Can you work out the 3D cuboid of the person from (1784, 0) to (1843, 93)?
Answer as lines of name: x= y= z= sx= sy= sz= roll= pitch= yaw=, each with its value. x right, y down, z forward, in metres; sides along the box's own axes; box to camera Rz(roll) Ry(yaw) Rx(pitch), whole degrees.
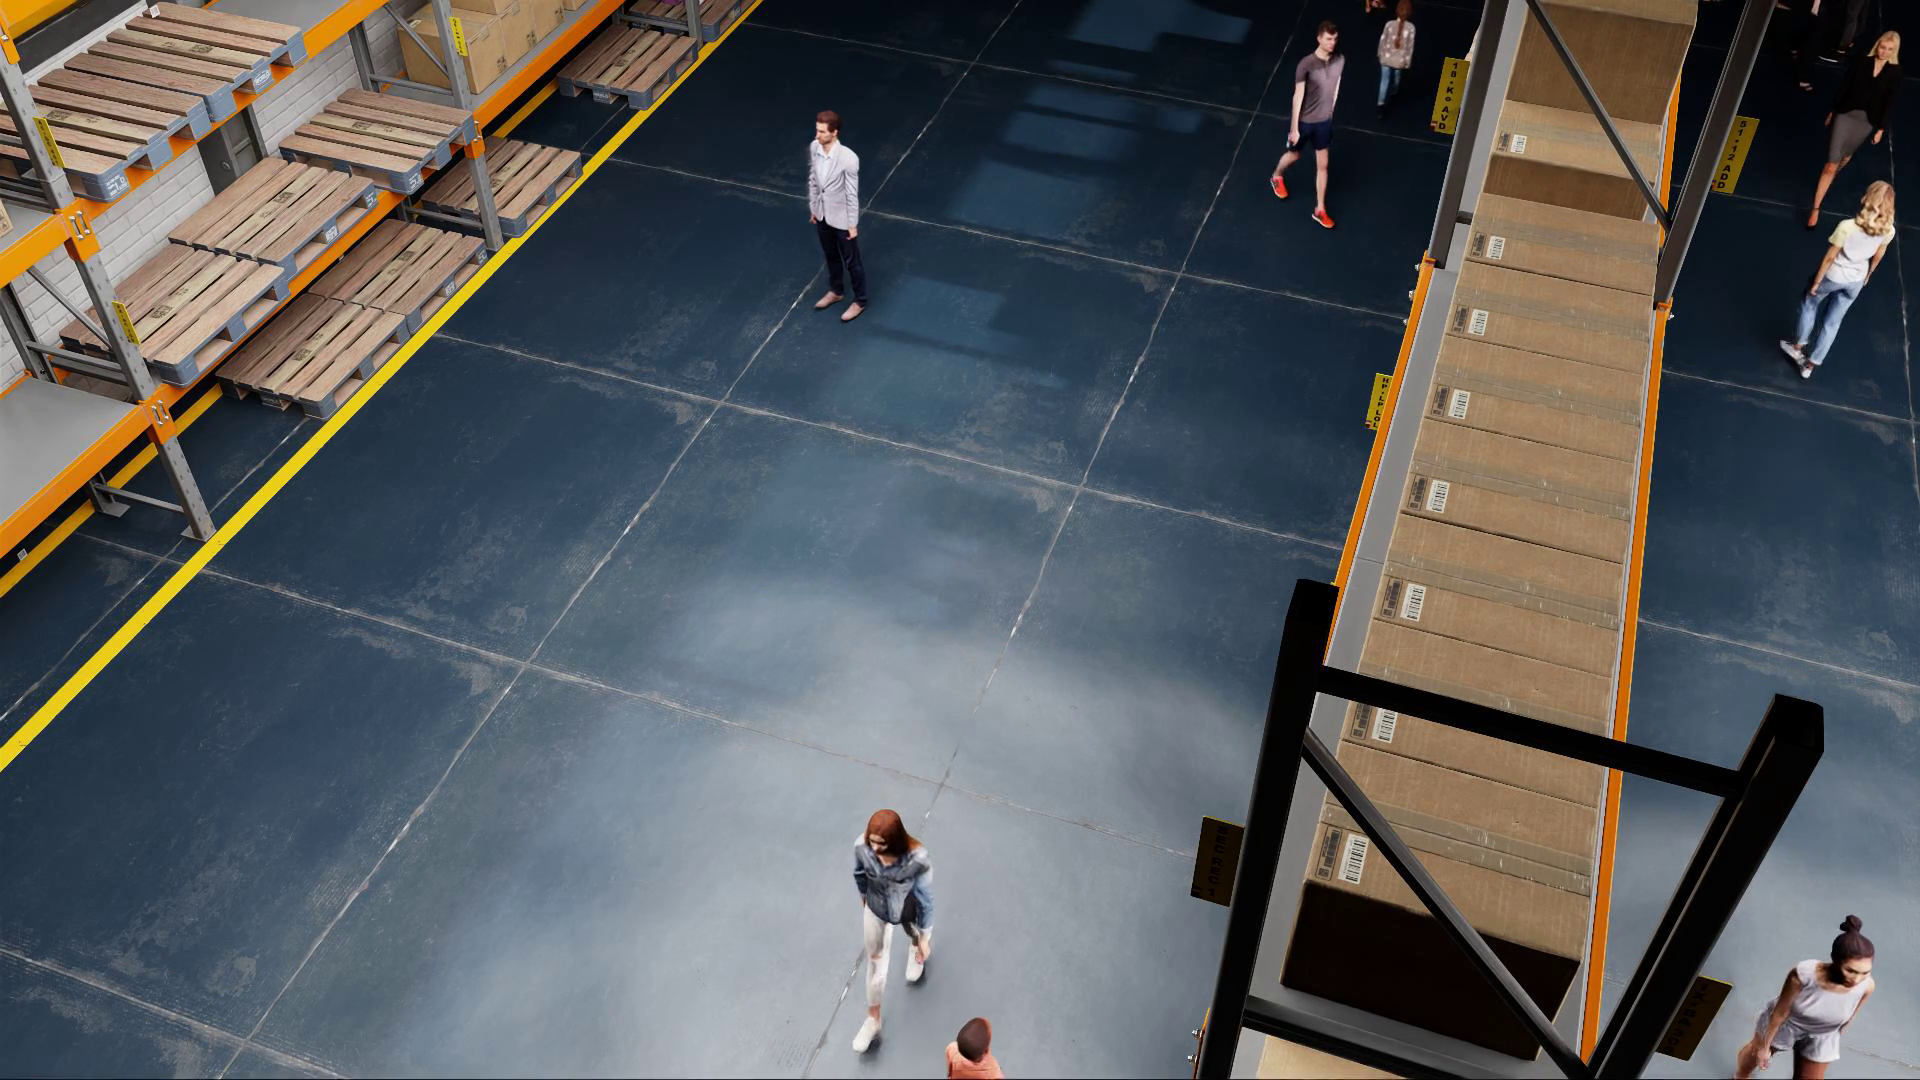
person: x=8.628 y=-5.374 z=16.612 sx=0.990 sy=1.628 sz=1.056 roll=-12 pitch=45 yaw=-13

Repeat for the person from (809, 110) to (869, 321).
person: x=-0.998 y=-2.678 z=13.622 sx=0.751 sy=1.850 sz=0.715 roll=32 pitch=52 yaw=29

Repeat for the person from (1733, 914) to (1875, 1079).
person: x=4.249 y=2.412 z=8.462 sx=0.600 sy=1.596 sz=0.785 roll=10 pitch=45 yaw=11

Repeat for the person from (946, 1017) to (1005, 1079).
person: x=0.041 y=2.814 z=8.253 sx=0.566 sy=1.303 sz=0.591 roll=34 pitch=53 yaw=30

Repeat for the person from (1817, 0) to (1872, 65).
person: x=9.209 y=-5.695 z=16.881 sx=0.640 sy=1.722 sz=0.761 roll=-31 pitch=52 yaw=-29

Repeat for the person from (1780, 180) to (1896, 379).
person: x=6.907 y=-1.971 z=12.979 sx=0.753 sy=1.712 sz=0.794 roll=1 pitch=44 yaw=1

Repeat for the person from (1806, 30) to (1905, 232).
person: x=7.918 y=-3.678 z=14.714 sx=0.717 sy=1.790 sz=1.191 roll=20 pitch=47 yaw=20

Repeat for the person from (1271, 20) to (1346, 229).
person: x=3.074 y=-3.761 z=14.789 sx=1.109 sy=1.807 sz=1.231 roll=-14 pitch=45 yaw=-14

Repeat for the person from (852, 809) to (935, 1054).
person: x=-0.303 y=1.916 z=8.938 sx=0.691 sy=1.657 sz=1.072 roll=10 pitch=44 yaw=10

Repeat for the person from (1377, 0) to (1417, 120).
person: x=4.218 y=-4.669 z=16.205 sx=0.493 sy=1.168 sz=0.771 roll=14 pitch=45 yaw=15
